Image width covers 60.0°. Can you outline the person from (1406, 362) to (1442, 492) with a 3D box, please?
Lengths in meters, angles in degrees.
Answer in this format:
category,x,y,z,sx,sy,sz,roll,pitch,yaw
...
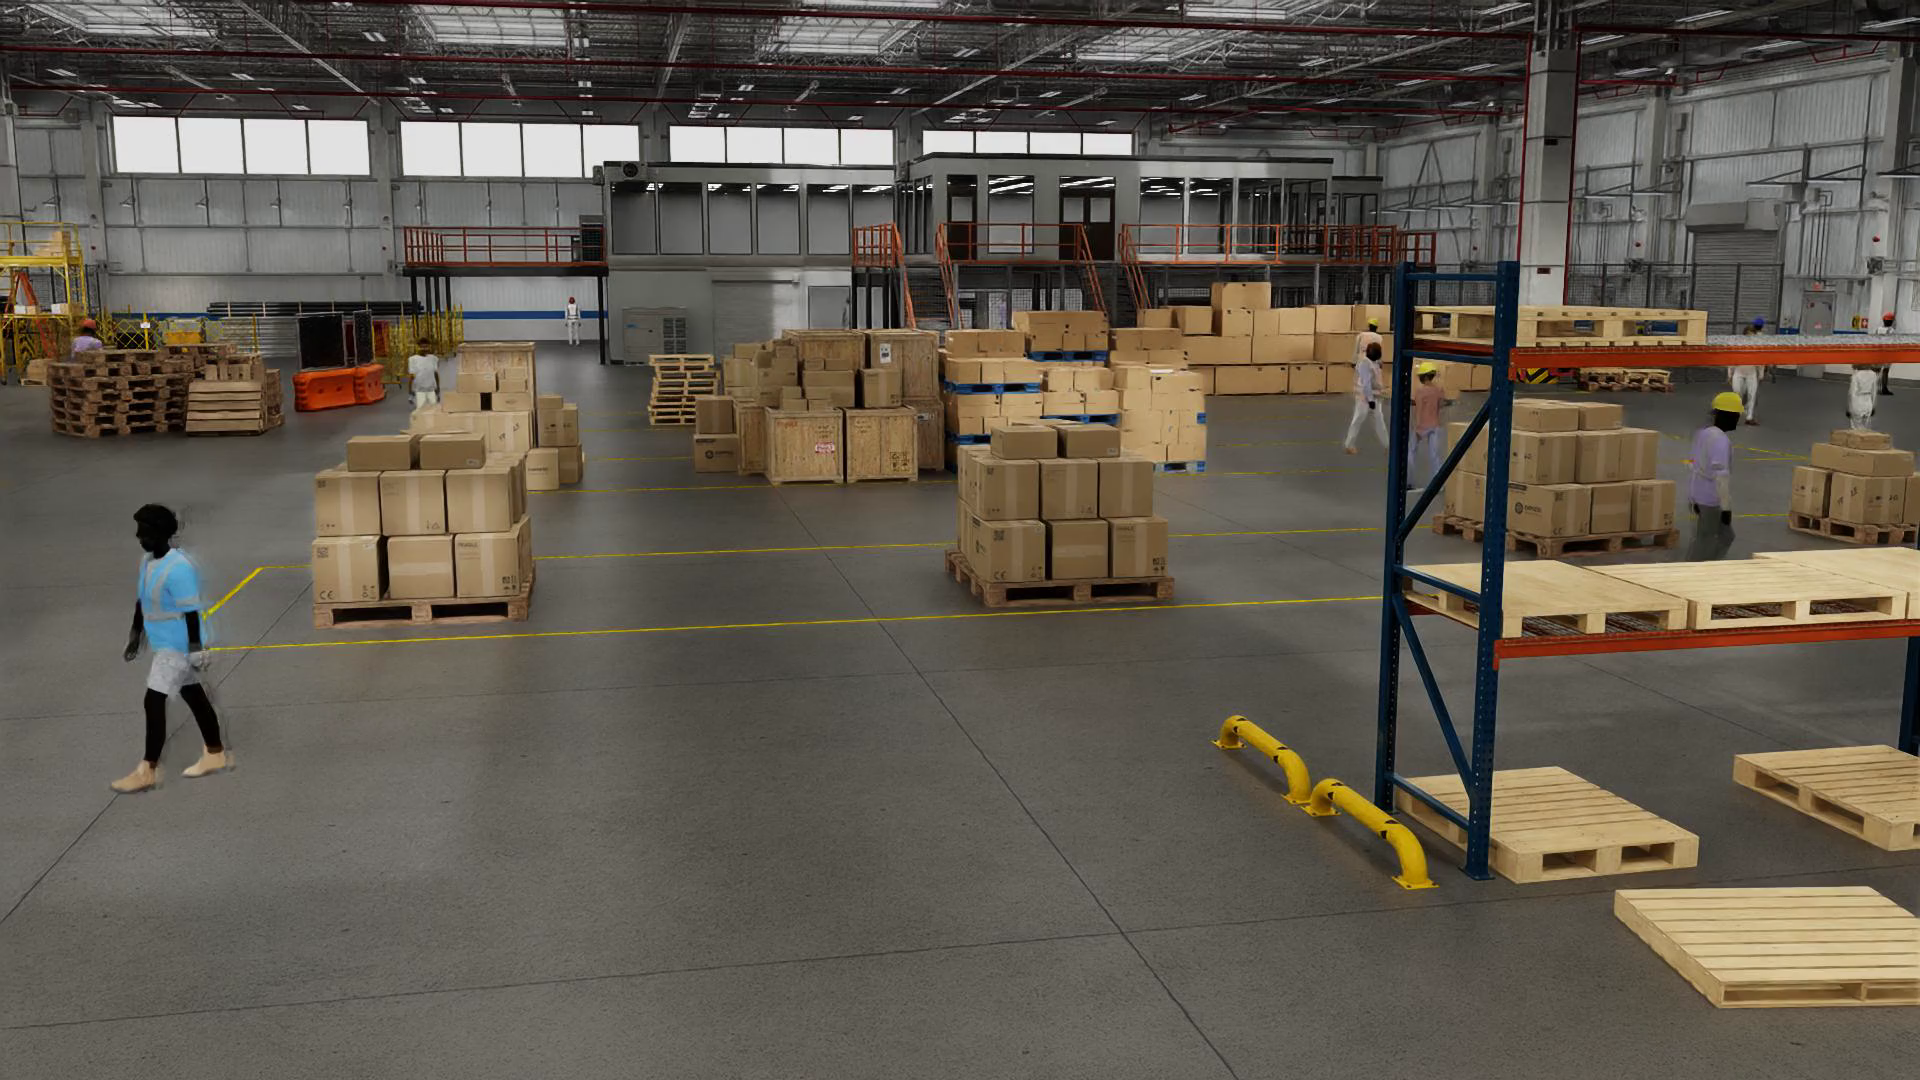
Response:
category,x,y,z,sx,sy,sz,roll,pitch,yaw
person,6.182,-1.507,22.287,0.533,1.742,0.743,-5,10,-26

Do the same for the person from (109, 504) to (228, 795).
category,x,y,z,sx,sy,sz,roll,pitch,yaw
person,-4.616,0.616,9.542,0.783,1.660,0.550,-7,12,-37

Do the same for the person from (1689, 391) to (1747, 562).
category,x,y,z,sx,sy,sz,roll,pitch,yaw
person,6.777,-0.374,14.844,0.572,1.904,0.617,2,10,12

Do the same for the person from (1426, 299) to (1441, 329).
category,x,y,z,sx,sy,sz,roll,pitch,yaw
person,18.031,-8.401,63.666,0.643,1.940,1.004,0,9,3

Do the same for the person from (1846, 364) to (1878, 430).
category,x,y,z,sx,sy,sz,roll,pitch,yaw
person,13.763,-2.023,25.447,0.511,1.730,0.359,-3,10,-15

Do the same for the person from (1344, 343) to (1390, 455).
category,x,y,z,sx,sy,sz,roll,pitch,yaw
person,6.587,-2.232,26.528,0.949,1.792,0.640,7,12,36

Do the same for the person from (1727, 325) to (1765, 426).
category,x,y,z,sx,sy,sz,roll,pitch,yaw
person,14.882,-3.111,31.517,0.643,1.922,0.438,4,10,21

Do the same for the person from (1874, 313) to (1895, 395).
category,x,y,z,sx,sy,sz,roll,pitch,yaw
person,21.806,-4.385,39.217,0.379,1.938,0.547,-3,10,-18

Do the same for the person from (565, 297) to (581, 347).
category,x,y,z,sx,sy,sz,roll,pitch,yaw
person,-14.643,-8.247,62.926,0.574,1.884,0.356,-2,10,-14

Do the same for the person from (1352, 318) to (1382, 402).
category,x,y,z,sx,sy,sz,roll,pitch,yaw
person,9.075,-3.958,36.806,0.977,1.873,0.600,-9,13,-43

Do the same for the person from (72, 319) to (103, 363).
category,x,y,z,sx,sy,sz,roll,pitch,yaw
person,-16.784,-3.273,32.259,0.647,1.990,1.010,2,10,13

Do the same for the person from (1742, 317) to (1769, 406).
category,x,y,z,sx,sy,sz,roll,pitch,yaw
person,17.173,-3.843,35.934,0.623,1.926,0.606,6,11,33

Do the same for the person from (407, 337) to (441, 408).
category,x,y,z,sx,sy,sz,roll,pitch,yaw
person,-8.973,-2.469,27.804,0.563,1.849,0.455,-6,11,-31
